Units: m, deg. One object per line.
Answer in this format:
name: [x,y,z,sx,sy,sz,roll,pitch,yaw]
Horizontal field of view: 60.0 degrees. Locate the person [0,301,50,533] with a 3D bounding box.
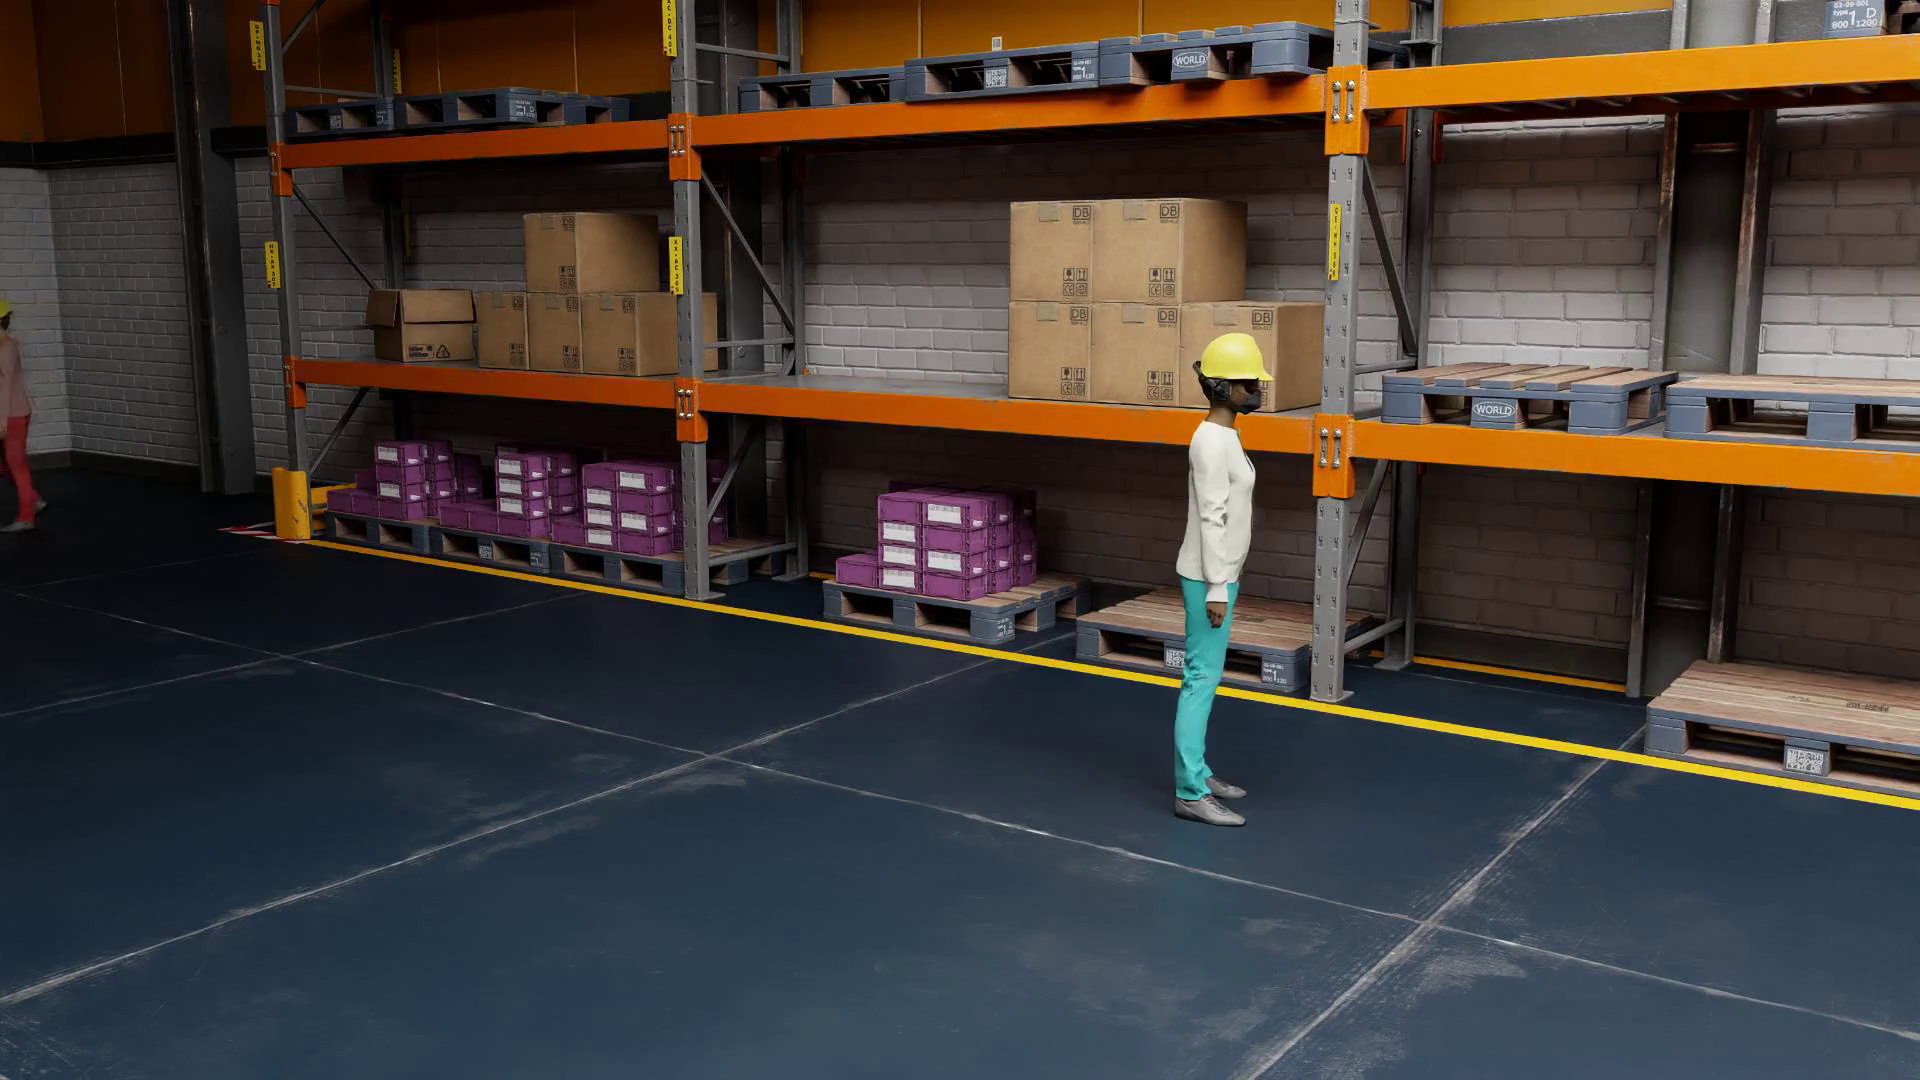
person: [-7.089,-0.918,12.342,0.363,1.750,0.547,-6,11,-30]

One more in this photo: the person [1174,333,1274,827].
person: [0.952,0.137,6.039,0.329,1.767,0.529,2,10,12]
